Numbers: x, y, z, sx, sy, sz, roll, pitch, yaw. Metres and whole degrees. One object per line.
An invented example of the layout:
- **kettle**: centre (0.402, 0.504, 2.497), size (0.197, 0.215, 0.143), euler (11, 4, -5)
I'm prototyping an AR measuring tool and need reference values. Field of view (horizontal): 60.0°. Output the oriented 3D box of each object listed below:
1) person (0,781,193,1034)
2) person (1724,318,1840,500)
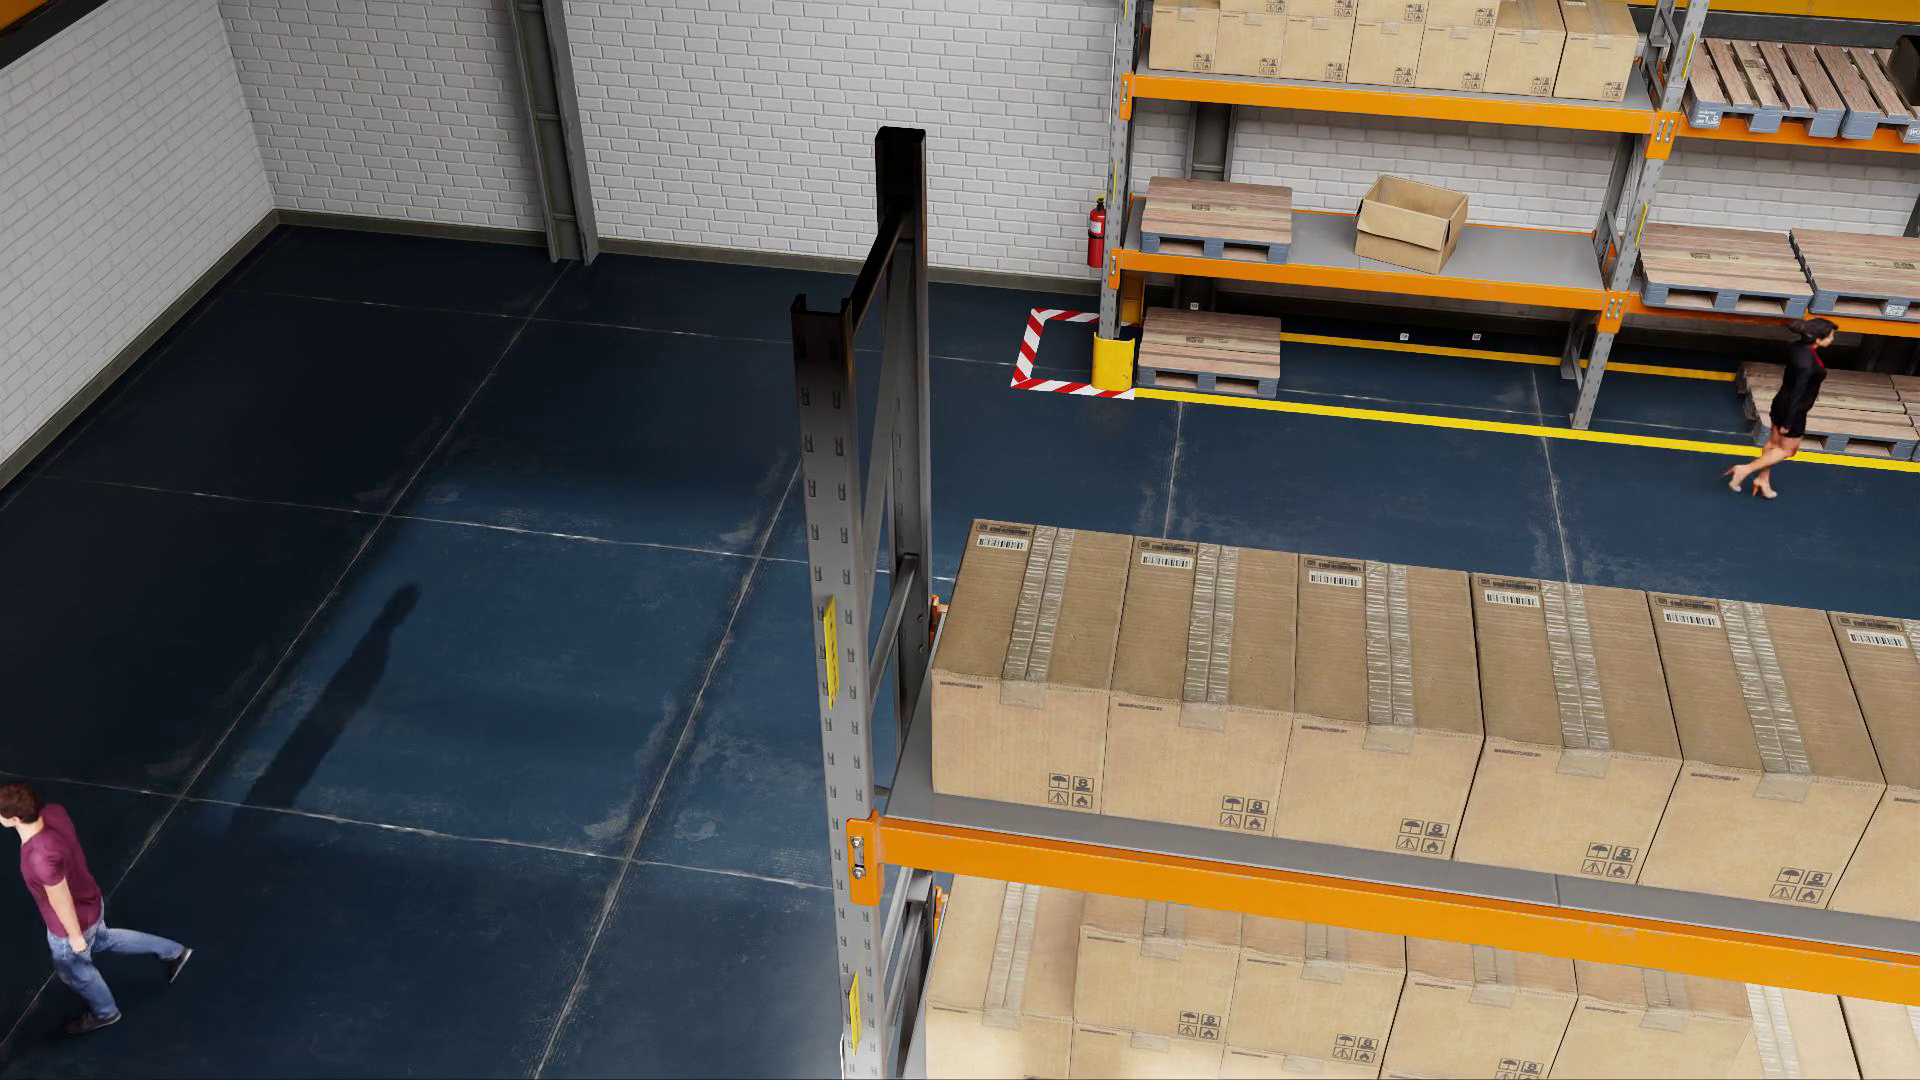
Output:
- **person**: centre (-4.629, 1.935, 8.836), size (1.089, 1.832, 0.943), euler (-13, 40, -16)
- **person**: centre (6.214, -0.976, 12.644), size (0.679, 1.628, 0.553), euler (7, 39, 8)
